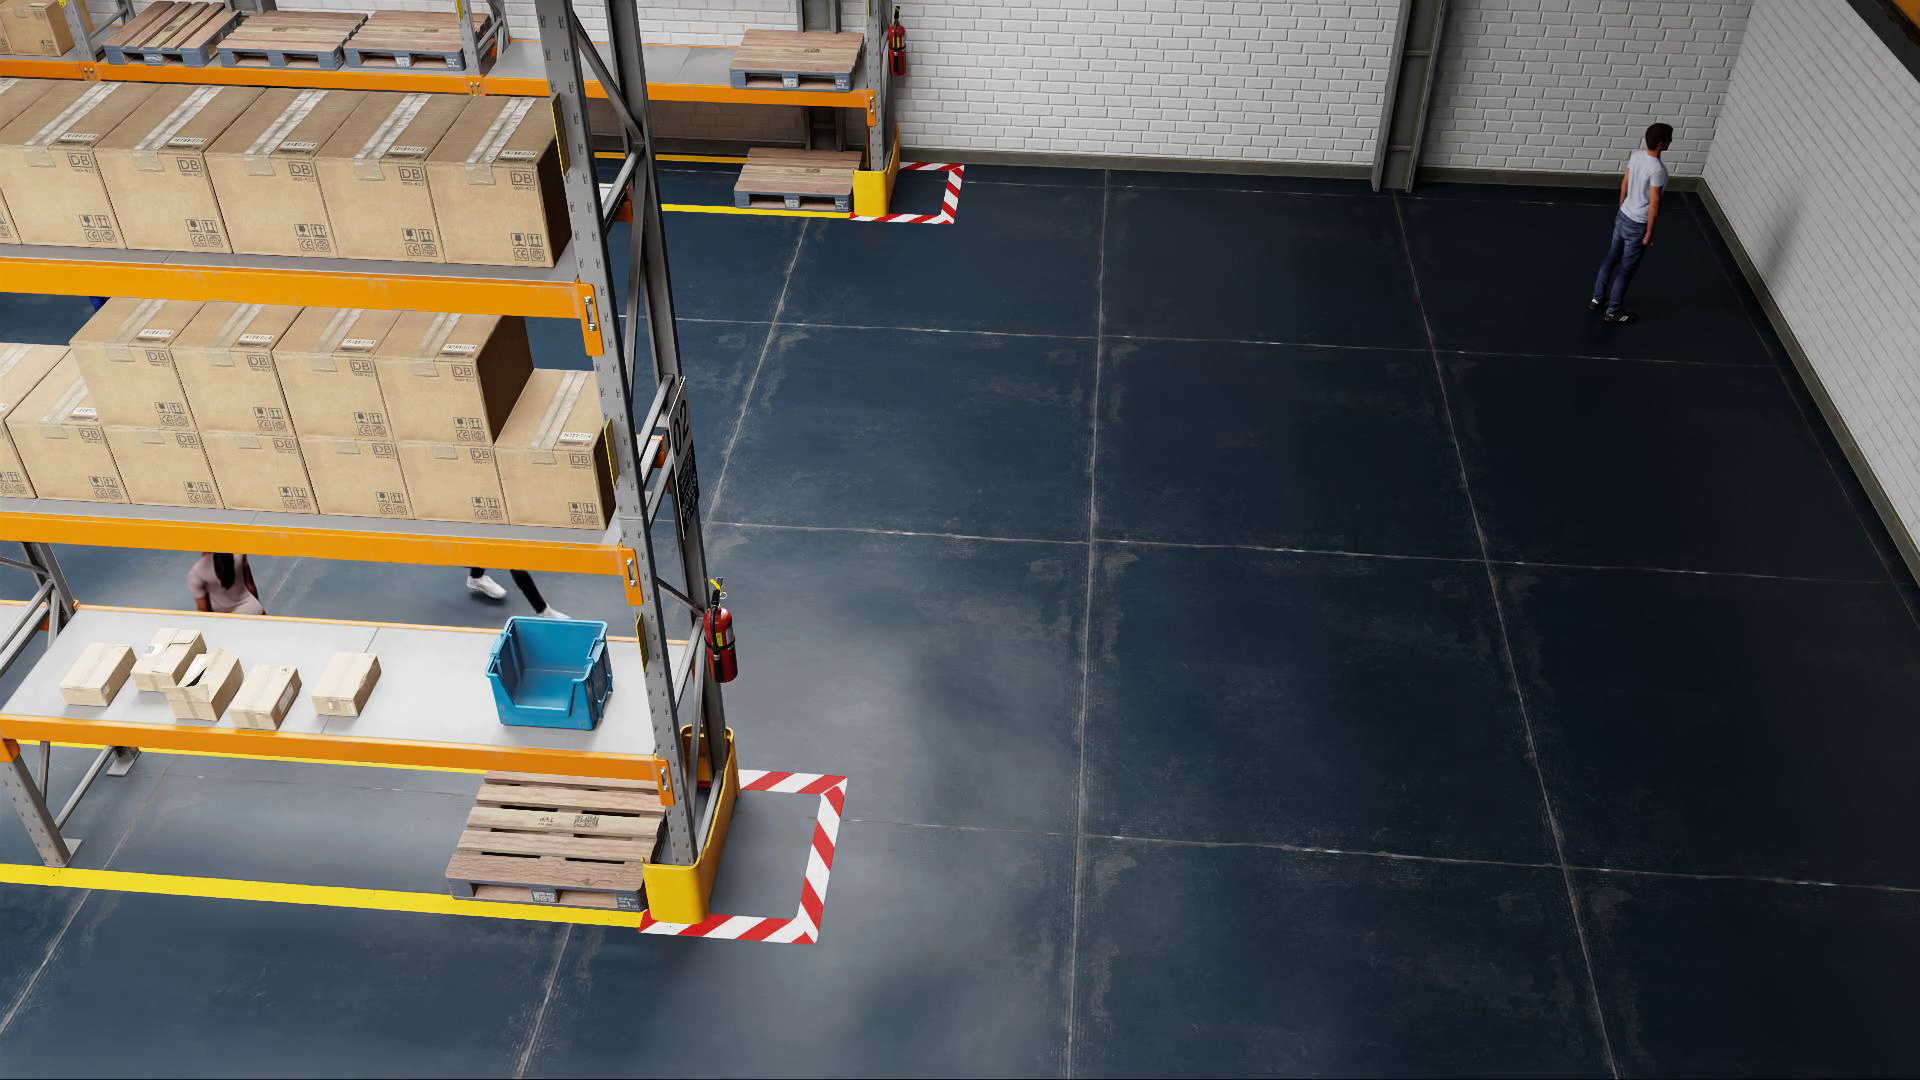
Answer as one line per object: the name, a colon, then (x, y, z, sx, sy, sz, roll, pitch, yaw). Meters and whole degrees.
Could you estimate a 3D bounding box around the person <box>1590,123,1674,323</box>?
person: (6.045, -2.857, 14.911, 0.656, 1.866, 0.697, -10, 40, -12)
